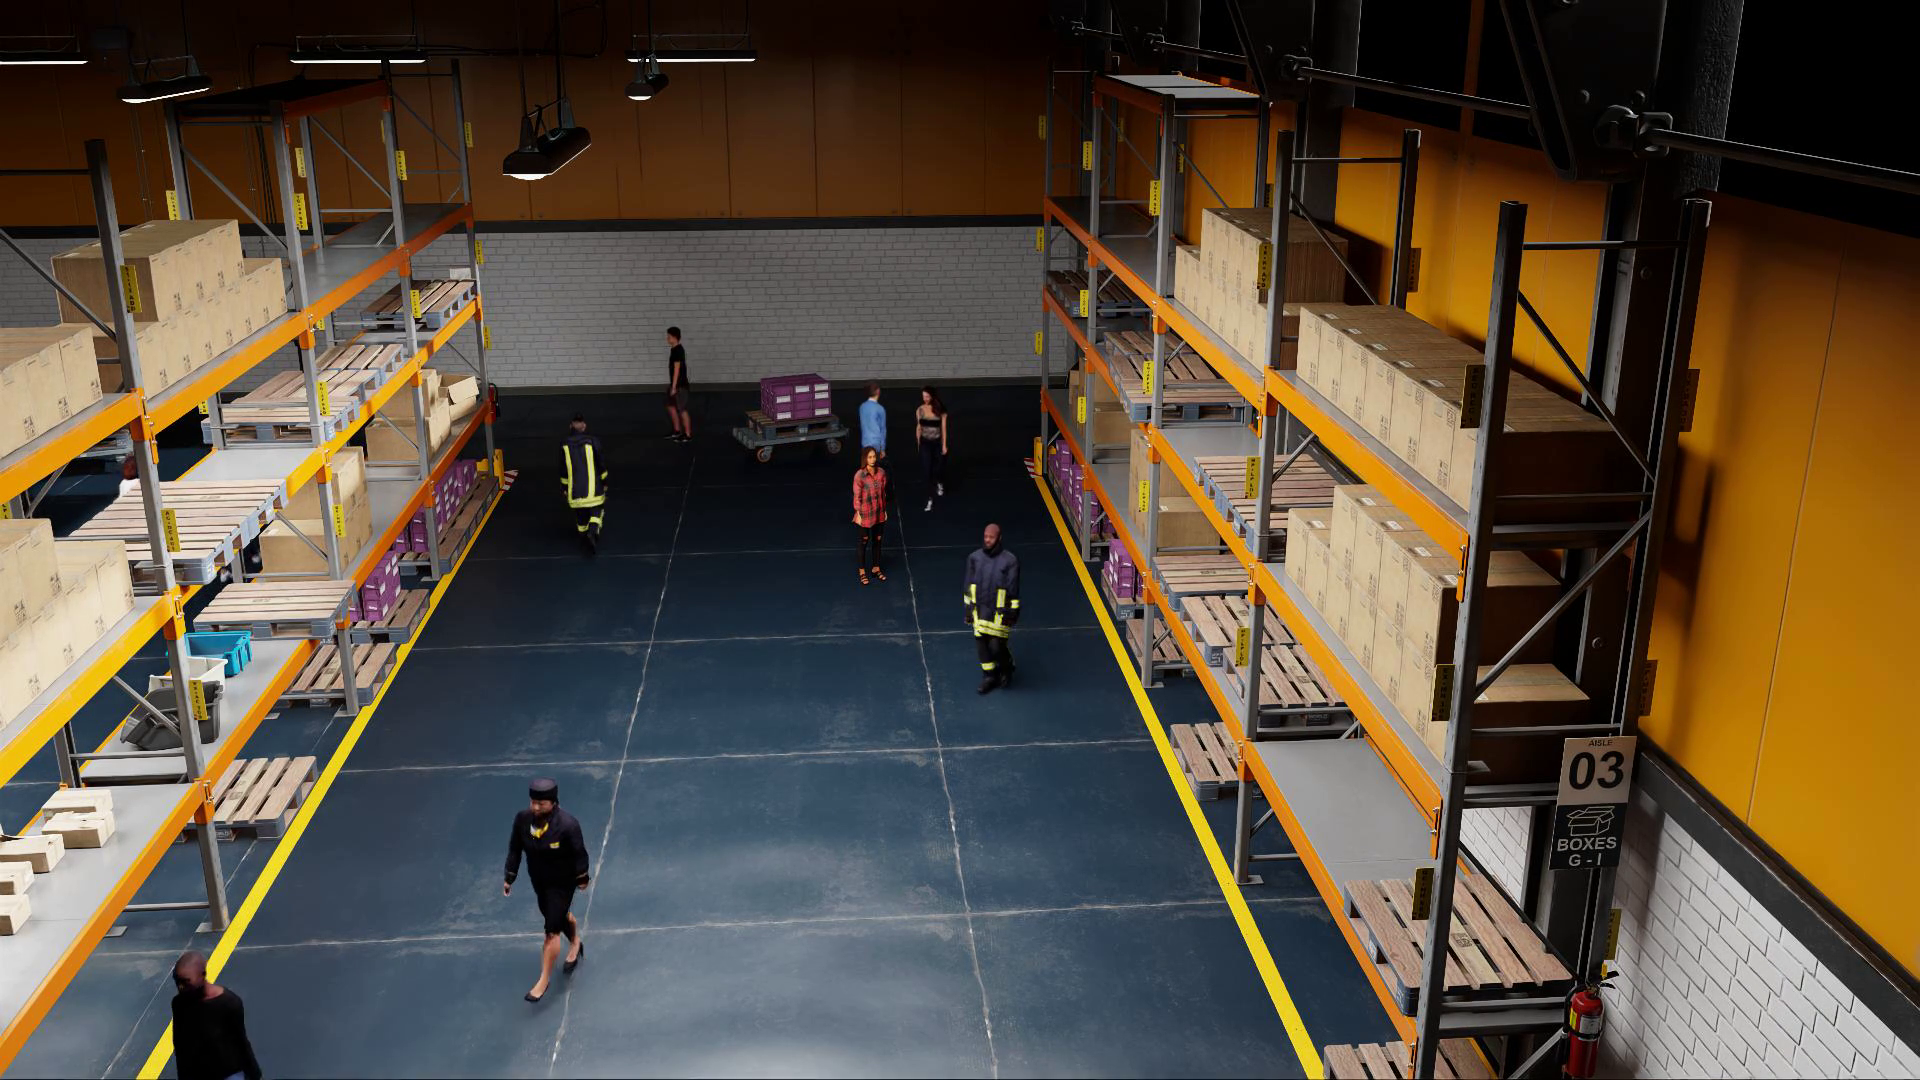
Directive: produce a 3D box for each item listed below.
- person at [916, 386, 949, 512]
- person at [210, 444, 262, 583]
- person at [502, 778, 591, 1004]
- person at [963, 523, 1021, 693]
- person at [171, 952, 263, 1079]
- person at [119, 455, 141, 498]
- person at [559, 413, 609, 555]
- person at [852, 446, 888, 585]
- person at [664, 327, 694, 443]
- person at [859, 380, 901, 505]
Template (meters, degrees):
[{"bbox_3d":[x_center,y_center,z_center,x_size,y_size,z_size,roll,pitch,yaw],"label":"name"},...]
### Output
[{"bbox_3d":[-0.369,-1.300,23.053,0.769,1.752,0.964,4,19,12],"label":"person"},{"bbox_3d":[-8.965,-0.335,20.212,0.801,1.735,1.162,3,19,9],"label":"person"},{"bbox_3d":[-2.906,2.455,12.094,0.998,1.630,1.175,8,20,22],"label":"person"},{"bbox_3d":[0.355,0.666,17.120,0.931,1.812,0.994,9,21,25],"label":"person"},{"bbox_3d":[-4.358,3.150,9.908,0.819,1.707,1.223,3,19,9],"label":"person"},{"bbox_3d":[-9.535,-0.088,19.401,0.616,1.785,0.576,-1,19,-2],"label":"person"},{"bbox_3d":[-4.778,-0.701,21.138,0.793,1.839,0.926,0,19,0],"label":"person"},{"bbox_3d":[-1.088,-0.318,20.211,0.703,1.703,0.715,-13,22,-33],"label":"person"},{"bbox_3d":[-4.373,-2.467,26.366,0.814,1.848,0.679,-5,19,-15],"label":"person"},{"bbox_3d":[-1.238,-1.288,22.947,0.930,1.796,0.993,14,23,36],"label":"person"}]
